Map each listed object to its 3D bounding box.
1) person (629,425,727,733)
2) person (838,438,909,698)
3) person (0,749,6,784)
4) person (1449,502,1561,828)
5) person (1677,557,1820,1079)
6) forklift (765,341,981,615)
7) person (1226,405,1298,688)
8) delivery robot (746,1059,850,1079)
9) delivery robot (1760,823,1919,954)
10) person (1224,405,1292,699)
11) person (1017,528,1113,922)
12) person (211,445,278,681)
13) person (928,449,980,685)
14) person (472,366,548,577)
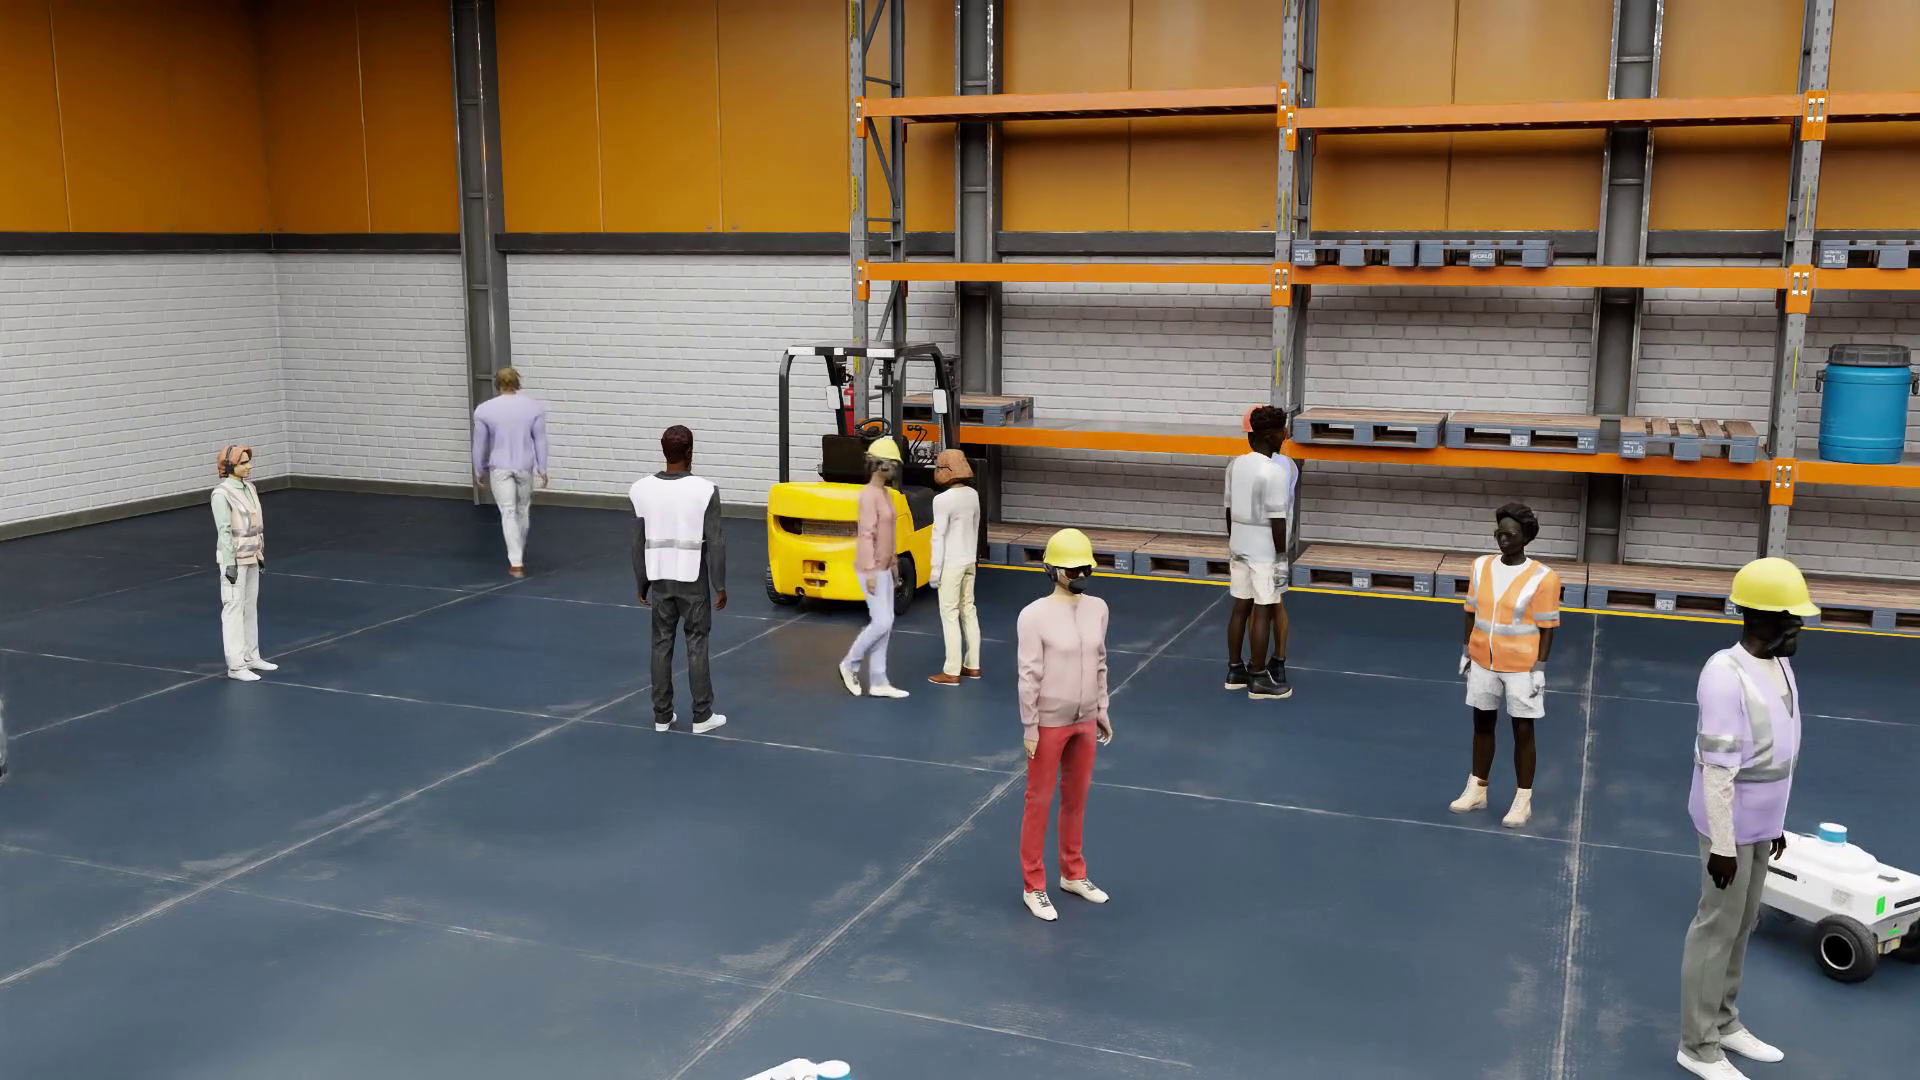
[{"bbox_3d":[-1.731,0.247,10.283,0.597,1.918,0.383,2,10,12],"label":"person"},{"bbox_3d":[-0.572,0.203,11.030,0.460,1.734,0.584,2,10,12],"label":"person"},{"bbox_3d":[-5.534,0.542,9.006,0.574,1.797,0.669,4,11,19],"label":"person"},{"bbox_3d":[2.850,0.642,8.694,0.318,1.700,0.534,-9,14,-41],"label":"person"},{"bbox_3d":[2.843,1.009,6.017,0.363,1.928,0.587,9,14,41],"label":"person"},{"bbox_3d":[-0.739,-0.602,14.246,1.214,2.155,2.313,4,11,21],"label":"forklift"},{"bbox_3d":[2.040,0.050,11.341,0.547,1.934,0.376,-8,13,-37],"label":"person"},{"bbox_3d":[-0.383,1.823,5.041,0.477,0.478,0.707,-9,14,-42],"label":"delivery robot"},{"bbox_3d":[3.706,1.454,7.099,0.477,0.478,0.707,-5,12,-27],"label":"delivery robot"},{"bbox_3d":[2.001,0.073,11.120,0.362,1.963,0.613,-4,11,-23],"label":"person"},{"bbox_3d":[0.480,0.819,7.524,0.525,1.769,0.308,-8,13,-39],"label":"person"},{"bbox_3d":[-5.006,0.154,11.580,0.308,1.641,0.514,0,10,0],"label":"person"},{"bbox_3d":[-0.036,0.184,11.456,0.280,1.624,0.493,6,12,32],"label":"person"},{"bbox_3d":[-4.172,-0.648,15.349,0.656,1.886,0.957,-5,11,-26],"label":"person"}]
